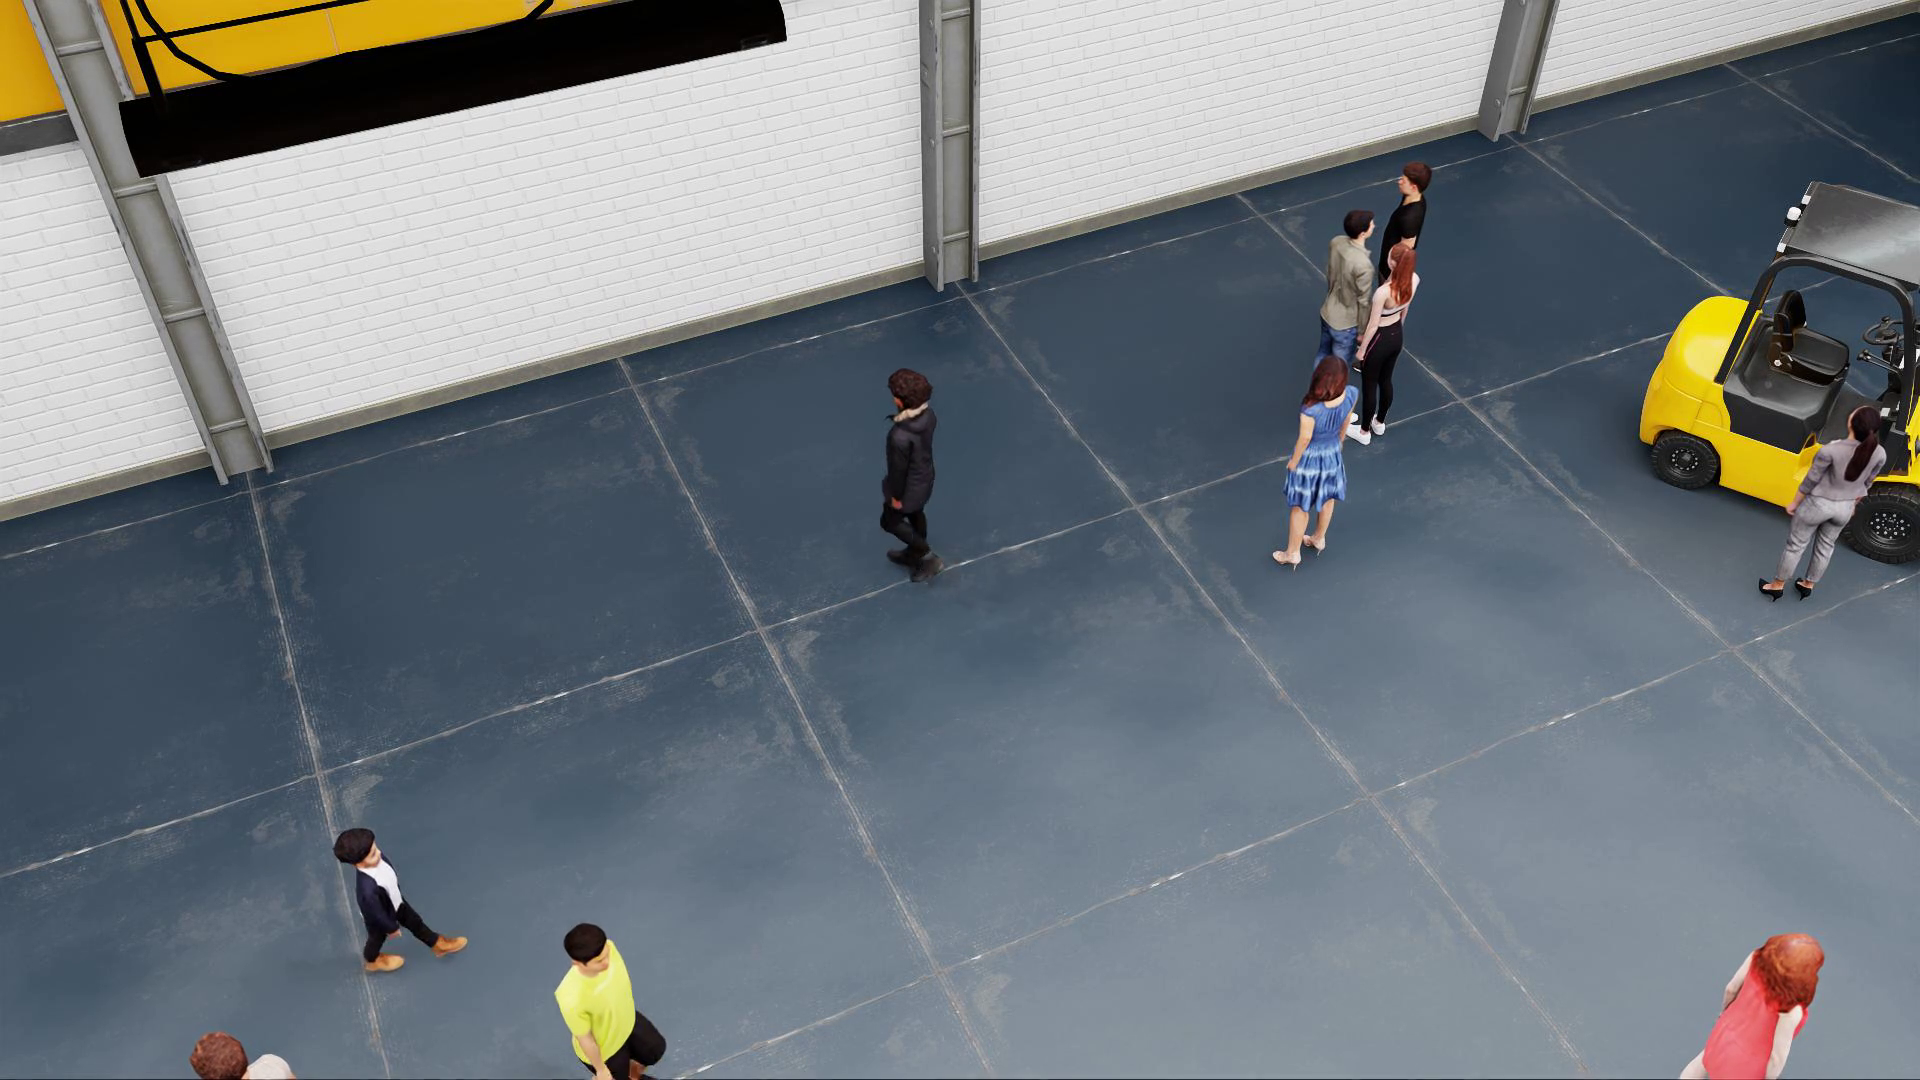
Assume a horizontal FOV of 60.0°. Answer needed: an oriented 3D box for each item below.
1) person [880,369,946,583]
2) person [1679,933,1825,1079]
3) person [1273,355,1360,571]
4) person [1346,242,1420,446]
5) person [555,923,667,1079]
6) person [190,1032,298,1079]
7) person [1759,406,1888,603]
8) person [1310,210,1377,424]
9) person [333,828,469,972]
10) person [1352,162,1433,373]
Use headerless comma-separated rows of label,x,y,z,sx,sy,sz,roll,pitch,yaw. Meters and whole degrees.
person,-0.271,-0.388,11.359,0.888,1.760,0.831,18,46,18
person,3.881,2.516,8.262,0.608,1.827,0.649,-5,44,-6
person,2.456,-0.533,11.479,0.550,1.805,0.753,-23,48,-23
person,3.190,-1.481,12.519,0.507,1.742,0.682,-26,49,-25
person,-1.858,2.453,8.424,0.816,1.694,0.748,16,46,16
person,-3.235,2.874,7.834,0.796,1.899,0.702,21,47,20
person,5.850,-0.220,11.242,0.672,1.678,0.774,1,44,1
person,2.903,-1.697,12.657,0.602,1.865,0.716,-14,45,-14
person,-3.265,2.030,9.229,0.874,1.197,0.670,-4,44,-4
person,3.459,-2.161,13.146,0.786,1.862,0.765,7,44,7
